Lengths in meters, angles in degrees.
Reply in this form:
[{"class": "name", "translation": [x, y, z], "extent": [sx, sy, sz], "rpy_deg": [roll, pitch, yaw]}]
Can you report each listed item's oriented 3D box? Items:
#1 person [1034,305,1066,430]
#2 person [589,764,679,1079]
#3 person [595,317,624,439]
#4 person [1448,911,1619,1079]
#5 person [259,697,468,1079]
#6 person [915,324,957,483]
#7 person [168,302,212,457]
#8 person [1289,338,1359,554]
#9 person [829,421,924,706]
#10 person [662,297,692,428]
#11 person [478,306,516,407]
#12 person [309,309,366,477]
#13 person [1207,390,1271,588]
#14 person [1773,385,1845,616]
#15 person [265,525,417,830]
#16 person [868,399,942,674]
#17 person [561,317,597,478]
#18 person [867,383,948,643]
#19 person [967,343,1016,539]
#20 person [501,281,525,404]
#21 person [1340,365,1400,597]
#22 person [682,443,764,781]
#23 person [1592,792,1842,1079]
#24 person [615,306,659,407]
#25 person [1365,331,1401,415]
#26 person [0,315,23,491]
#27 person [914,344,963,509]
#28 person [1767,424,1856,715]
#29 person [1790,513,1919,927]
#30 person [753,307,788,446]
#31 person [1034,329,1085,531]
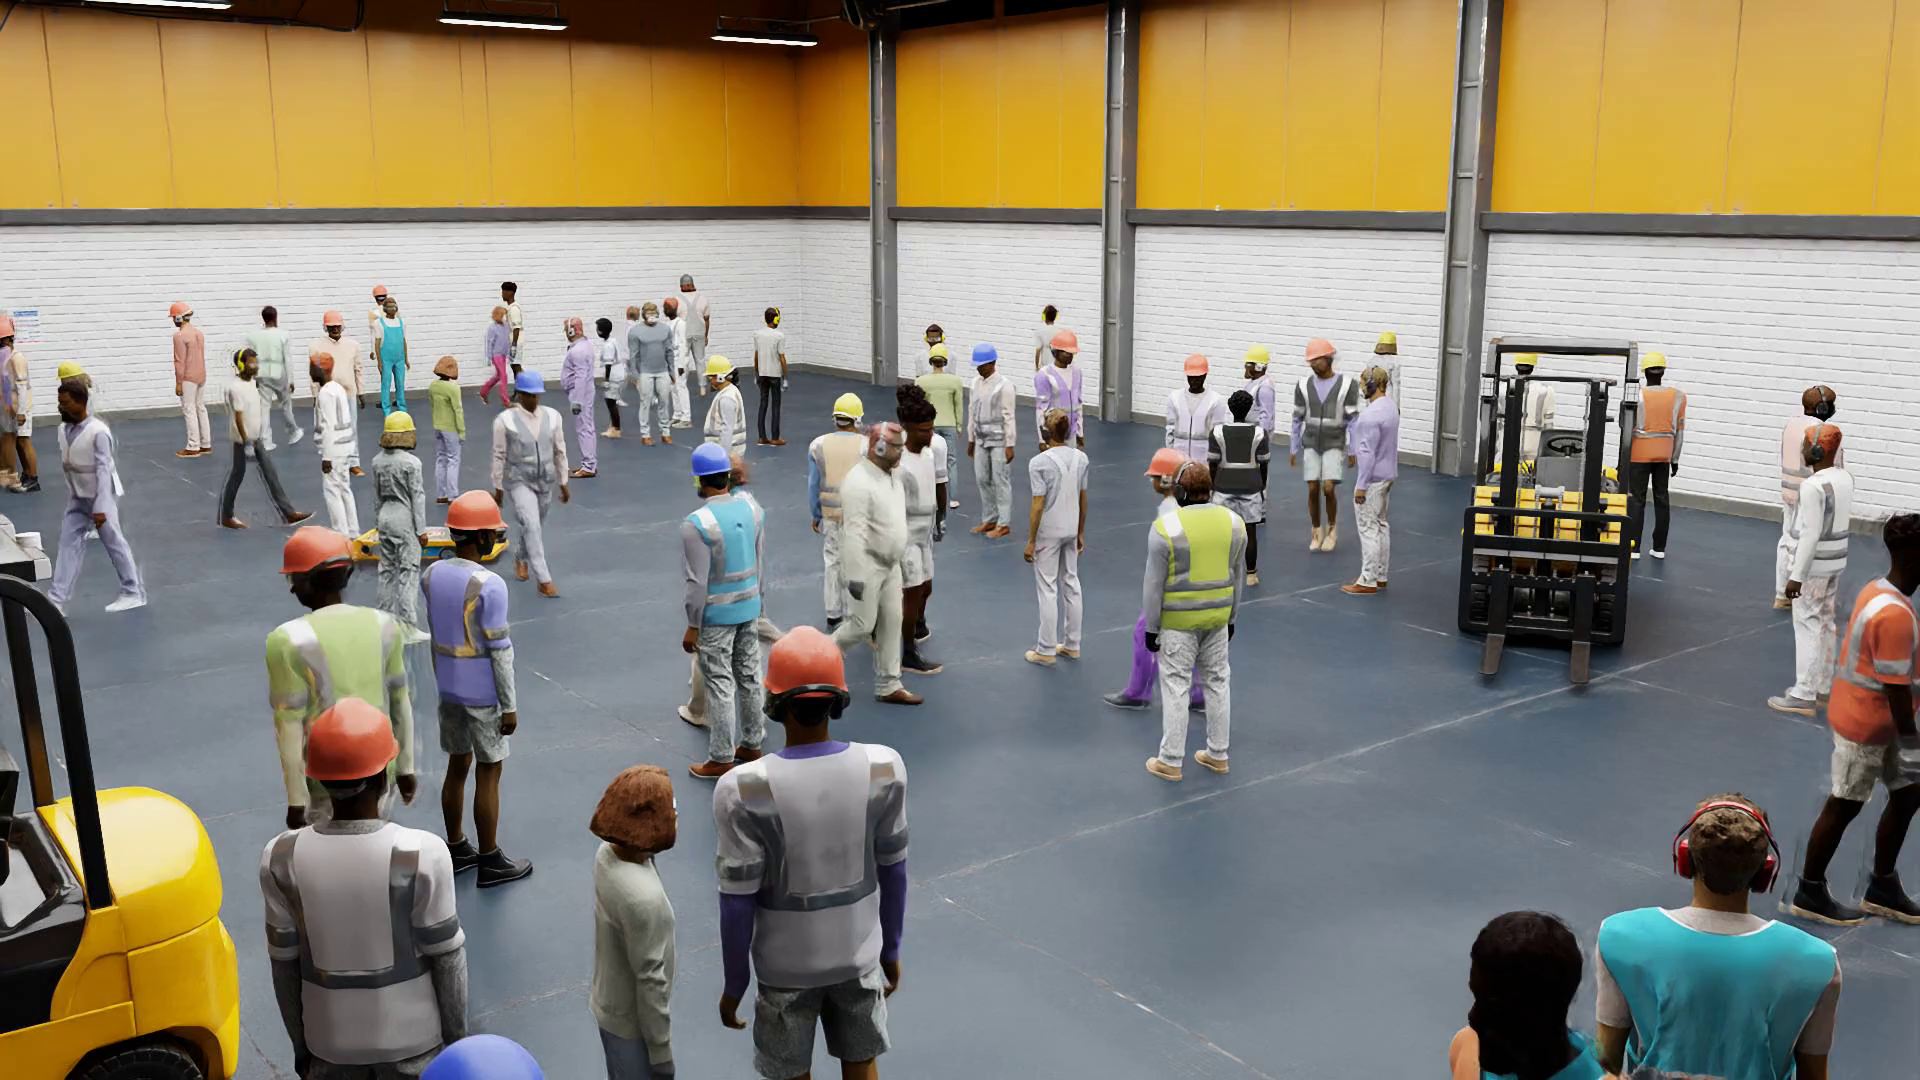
[{"class": "person", "translation": [1.288, -2.371, 23.272], "extent": [0.527, 1.810, 0.998], "rpy_deg": [-1, 12, -7]}, {"class": "person", "translation": [-0.987, 1.476, 5.121], "extent": [0.286, 1.628, 0.503], "rpy_deg": [-5, 13, -24]}, {"class": "person", "translation": [-4.797, -2.216, 22.839], "extent": [0.359, 1.677, 0.575], "rpy_deg": [-2, 12, -11]}, {"class": "person", "translation": [1.168, 1.676, 3.469], "extent": [0.470, 1.907, 0.650], "rpy_deg": [-3, 12, -16]}, {"class": "person", "translation": [-1.669, 1.391, 4.759], "extent": [0.544, 1.943, 0.347], "rpy_deg": [0, 12, -1]}, {"class": "person", "translation": [-0.274, -1.578, 19.306], "extent": [0.510, 1.861, 0.324], "rpy_deg": [0, 12, -1]}, {"class": "person", "translation": [-9.883, -2.056, 21.323], "extent": [0.412, 1.980, 0.626], "rpy_deg": [1, 12, 3]}, {"class": "person", "translation": [3.349, -0.856, 15.430], "extent": [0.634, 2.008, 0.526], "rpy_deg": [6, 13, 28]}, {"class": "person", "translation": [-0.629, 0.153, 10.877], "extent": [0.724, 1.886, 0.674], "rpy_deg": [6, 13, 25]}, {"class": "person", "translation": [-4.094, -2.554, 23.975], "extent": [0.358, 1.877, 0.591], "rpy_deg": [-7, 14, -31]}, {"class": "person", "translation": [-7.358, -2.906, 26.332], "extent": [0.726, 1.605, 0.498], "rpy_deg": [4, 12, 17]}, {"class": "person", "translation": [-7.354, -1.725, 19.678], "extent": [0.619, 1.994, 0.381], "rpy_deg": [-8, 14, -33]}, {"class": "person", "translation": [2.359, -0.427, 14.133], "extent": [0.538, 1.696, 0.317], "rpy_deg": [2, 12, 7]}, {"class": "person", "translation": [6.748, -0.307, 13.199], "extent": [0.429, 1.846, 0.626], "rpy_deg": [0, 12, -2]}, {"class": "person", "translation": [-2.421, 0.947, 6.760], "extent": [0.810, 2.007, 0.637], "rpy_deg": [7, 13, 29]}, {"class": "person", "translation": [-0.418, -0.036, 11.648], "extent": [0.629, 1.941, 0.643], "rpy_deg": [5, 13, 22]}, {"class": "person", "translation": [-4.522, -1.685, 19.719], "extent": [0.400, 1.900, 0.645], "rpy_deg": [-1, 12, -4]}, {"class": "person", "translation": [-0.391, -0.194, 12.403], "extent": [0.612, 1.951, 0.389], "rpy_deg": [0, 12, 1]}, {"class": "person", "translation": [0.292, -0.959, 16.163], "extent": [0.457, 1.923, 0.620], "rpy_deg": [-10, 15, -39]}, {"class": "person", "translation": [-7.172, -3.159, 26.673], "extent": [0.367, 1.966, 0.605], "rpy_deg": [-4, 12, -20]}, {"class": "person", "translation": [3.455, -0.494, 13.910], "extent": [0.383, 1.929, 0.634], "rpy_deg": [7, 13, 29]}, {"class": "person", "translation": [-1.357, 0.413, 9.483], "extent": [0.402, 1.942, 0.604], "rpy_deg": [8, 14, 33]}, {"class": "person", "translation": [1.880, 1.547, 4.232], "extent": [0.563, 1.847, 0.390], "rpy_deg": [4, 12, 20]}, {"class": "person", "translation": [-5.139, -2.898, 26.304], "extent": [0.855, 1.593, 0.525], "rpy_deg": [-2, 12, -8]}, {"class": "person", "translation": [5.040, -1.614, 19.784], "extent": [0.320, 1.737, 0.487], "rpy_deg": [-8, 14, -35]}, {"class": "person", "translation": [-10.787, -1.547, 18.860], "extent": [0.752, 1.994, 0.393], "rpy_deg": [11, 16, 42]}, {"class": "person", "translation": [-0.231, -1.203, 17.710], "extent": [0.526, 1.768, 0.331], "rpy_deg": [-1, 12, -7]}, {"class": "person", "translation": [5.510, 0.185, 10.719], "extent": [0.584, 1.883, 0.337], "rpy_deg": [-10, 15, -40]}, {"class": "person", "translation": [4.196, 0.831, 7.461], "extent": [0.757, 1.935, 0.613], "rpy_deg": [7, 14, 30]}, {"class": "person", "translation": [-2.522, -2.177, 22.210], "extent": [0.528, 1.857, 0.333], "rpy_deg": [6, 13, 26]}, {"class": "person", "translation": [1.010, -1.062, 16.394], "extent": [0.613, 2.033, 0.411], "rpy_deg": [-11, 16, -42]}]
